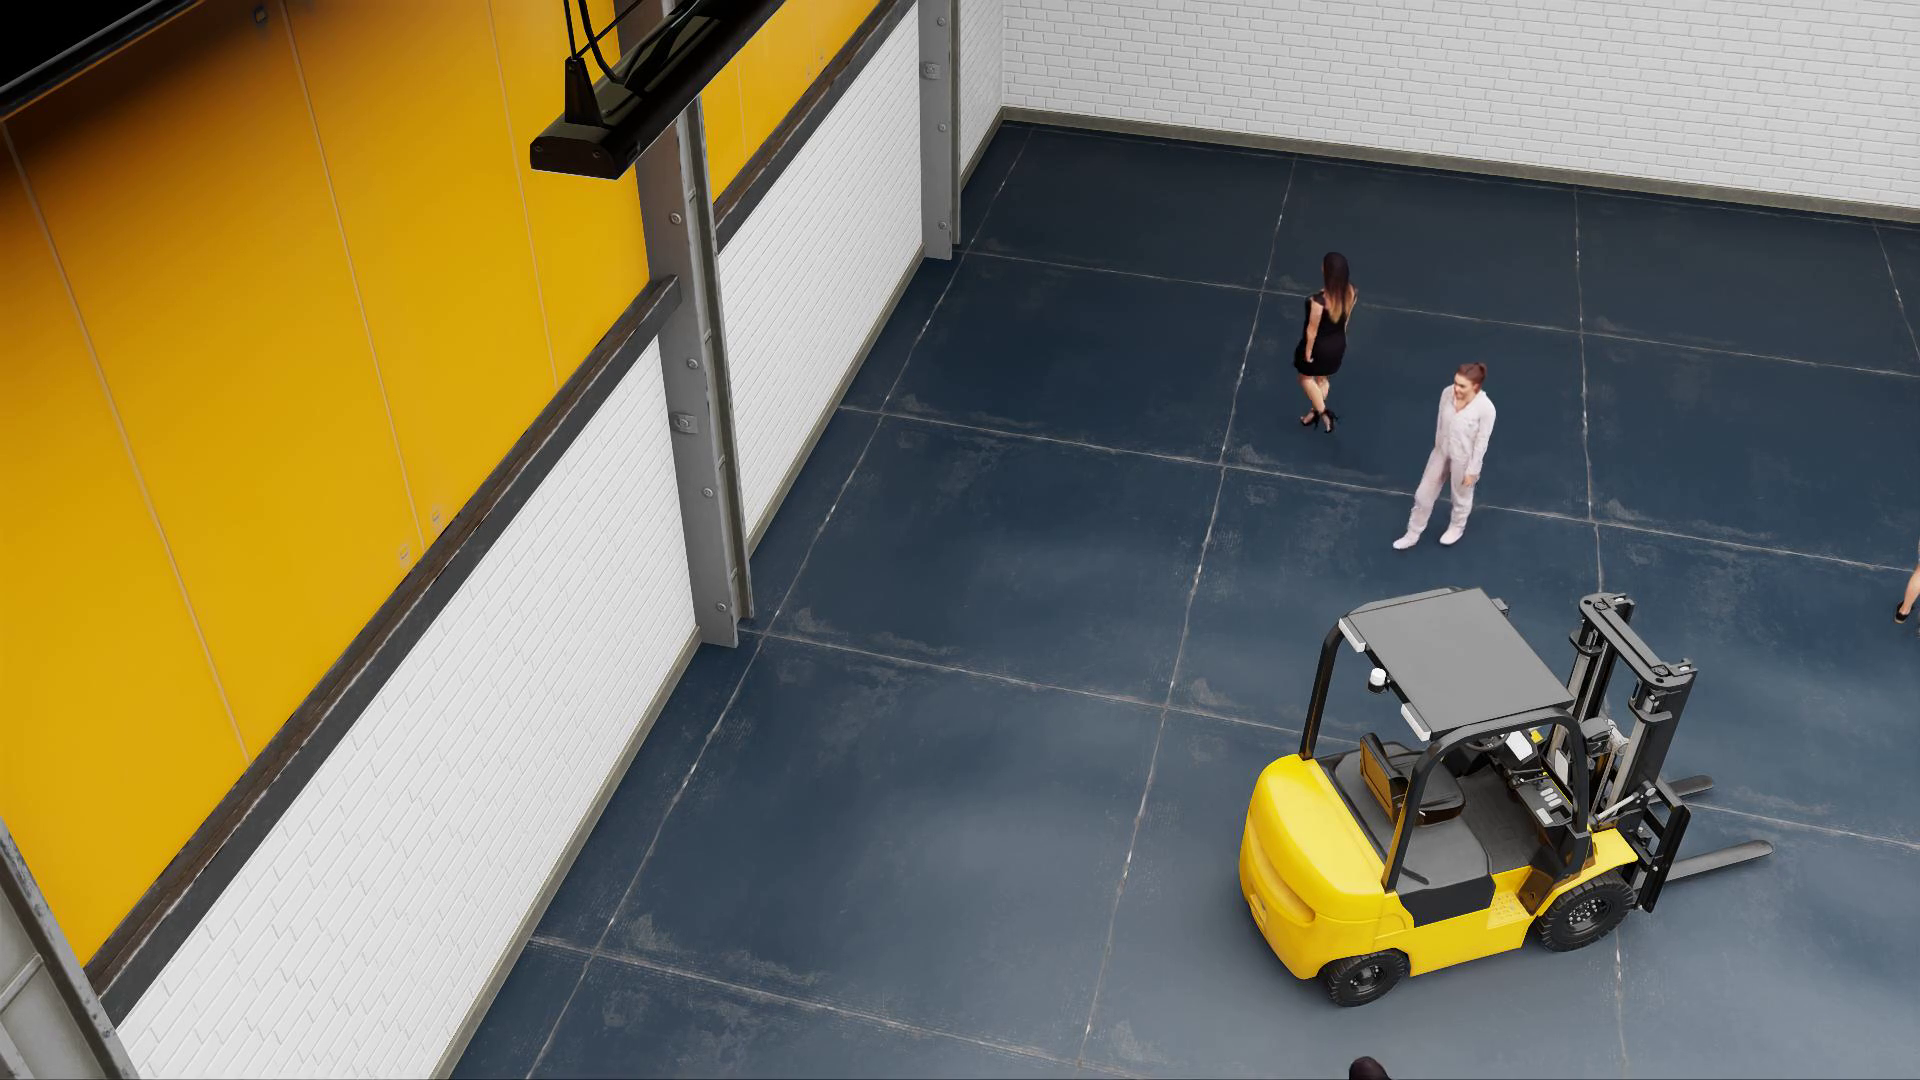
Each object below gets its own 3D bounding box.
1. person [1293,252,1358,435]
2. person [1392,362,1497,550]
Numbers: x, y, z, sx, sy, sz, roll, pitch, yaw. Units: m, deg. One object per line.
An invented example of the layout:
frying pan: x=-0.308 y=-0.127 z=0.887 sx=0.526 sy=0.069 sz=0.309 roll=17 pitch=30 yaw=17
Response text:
person: x=3.074 y=-1.575 z=13.827 sx=0.897 sy=1.705 sz=0.956 roll=-20 pitch=43 yaw=-24
person: x=3.861 y=-0.667 z=12.724 sx=1.004 sy=1.662 sz=0.894 roll=-31 pitch=48 yaw=-33
